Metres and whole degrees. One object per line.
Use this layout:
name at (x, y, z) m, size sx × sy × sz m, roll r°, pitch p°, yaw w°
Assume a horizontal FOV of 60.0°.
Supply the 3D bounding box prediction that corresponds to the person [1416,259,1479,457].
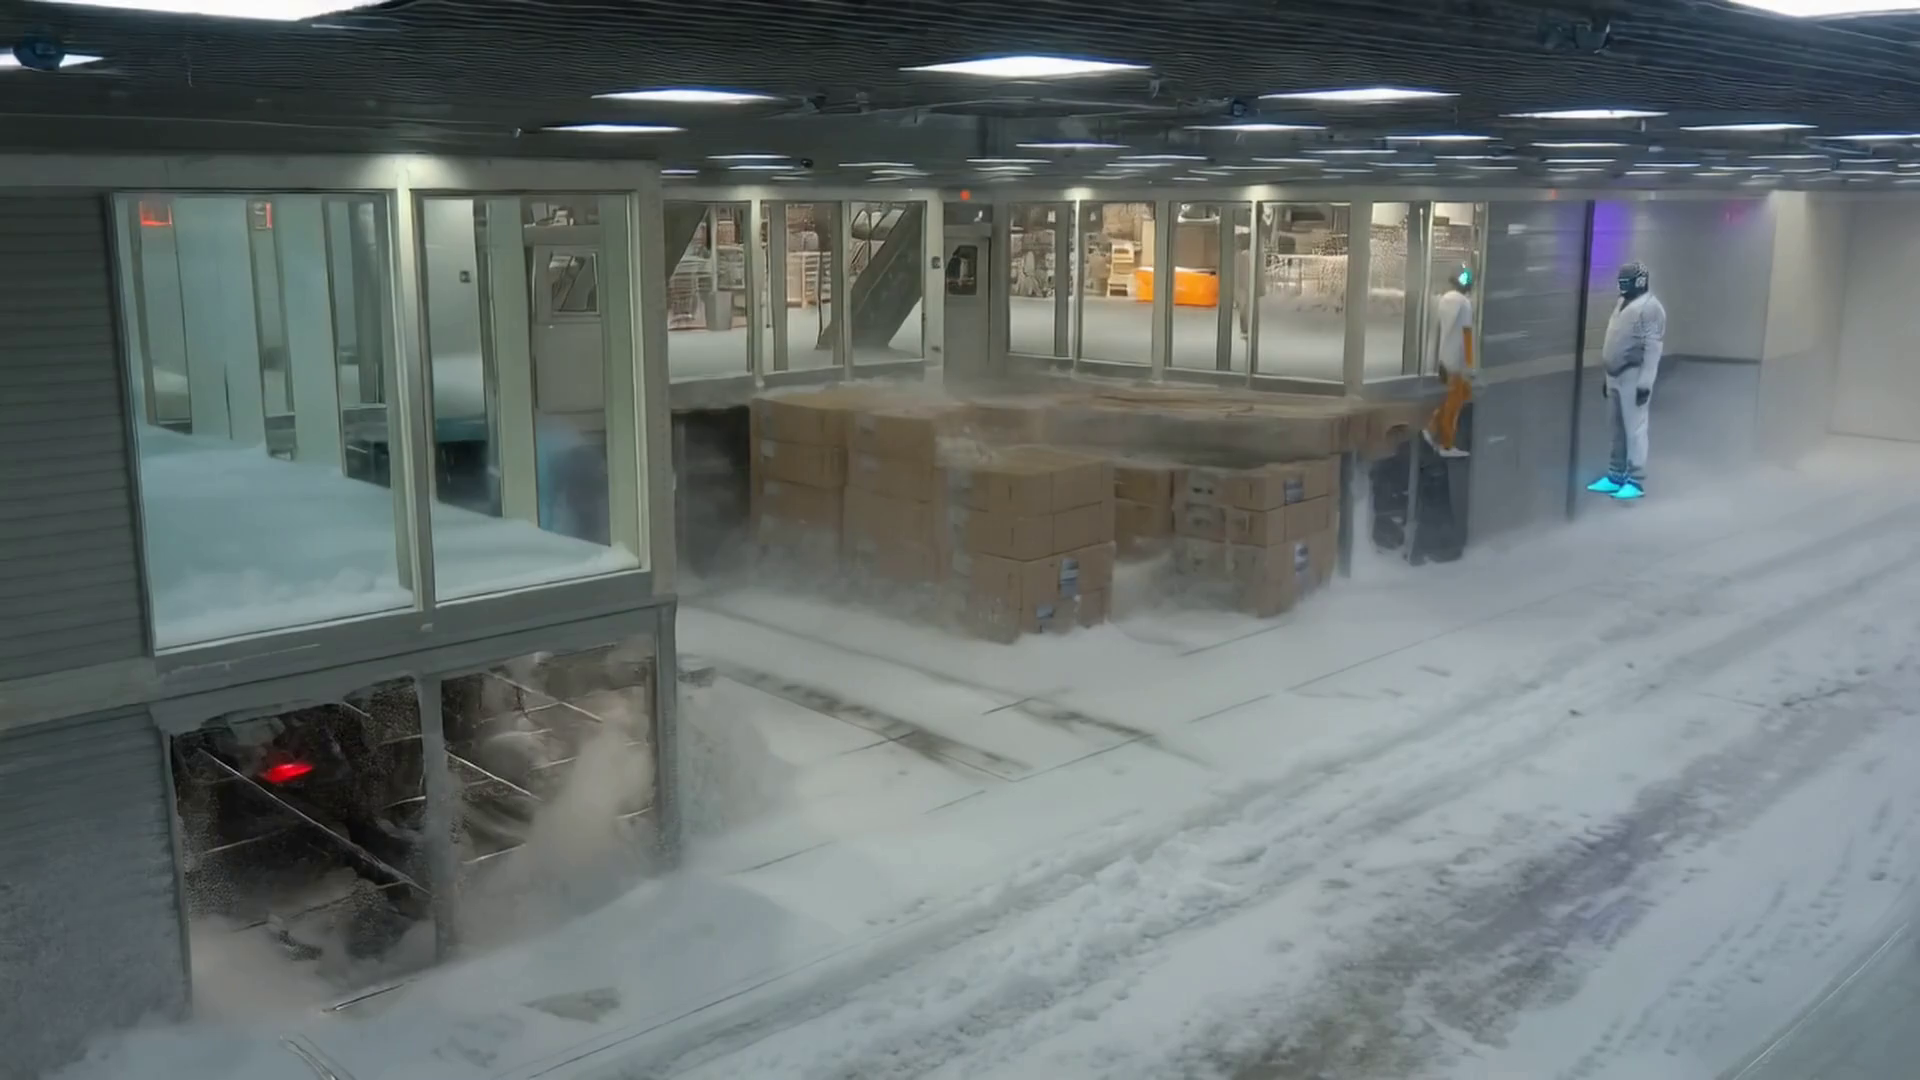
person at (4.616, -1.676, 15.500) m, size 0.429 × 1.856 × 0.520 m, roll -2°, pitch 11°, yaw -8°

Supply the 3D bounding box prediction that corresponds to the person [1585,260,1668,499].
person at (5.376, -1.291, 13.430) m, size 0.405 × 1.911 × 0.636 m, roll -1°, pitch 11°, yaw -6°
